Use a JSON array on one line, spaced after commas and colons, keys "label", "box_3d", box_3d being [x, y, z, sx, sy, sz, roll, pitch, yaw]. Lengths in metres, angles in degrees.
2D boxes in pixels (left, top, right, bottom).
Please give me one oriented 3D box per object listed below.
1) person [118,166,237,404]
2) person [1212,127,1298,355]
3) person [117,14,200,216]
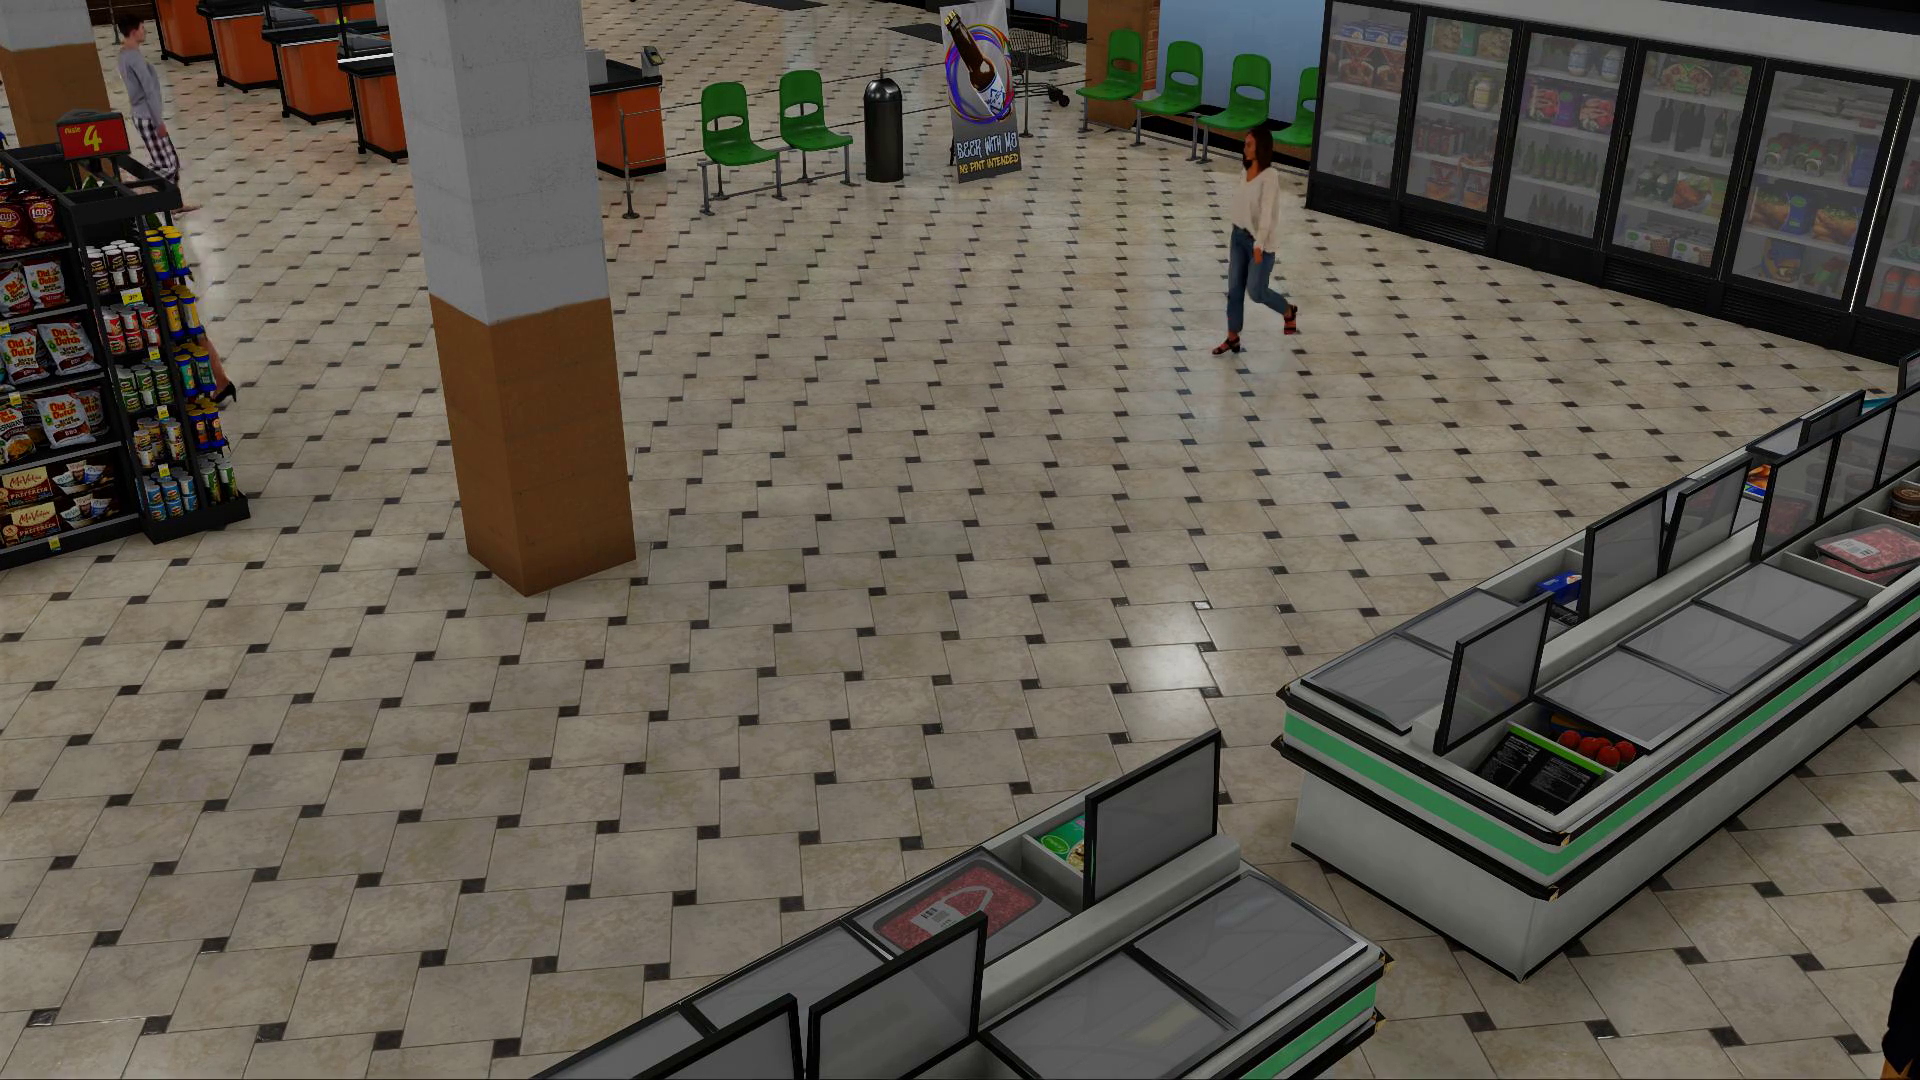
[{"label": "person", "box_3d": [-5.127, -1.637, 10.977, 0.854, 1.722, 0.721, -10, 29, -19]}, {"label": "person", "box_3d": [2.197, -2.142, 12.038, 0.972, 1.664, 0.762, -11, 29, -21]}, {"label": "person", "box_3d": [-7.488, -3.824, 15.174, 0.921, 1.828, 0.631, -19, 33, -33]}]
